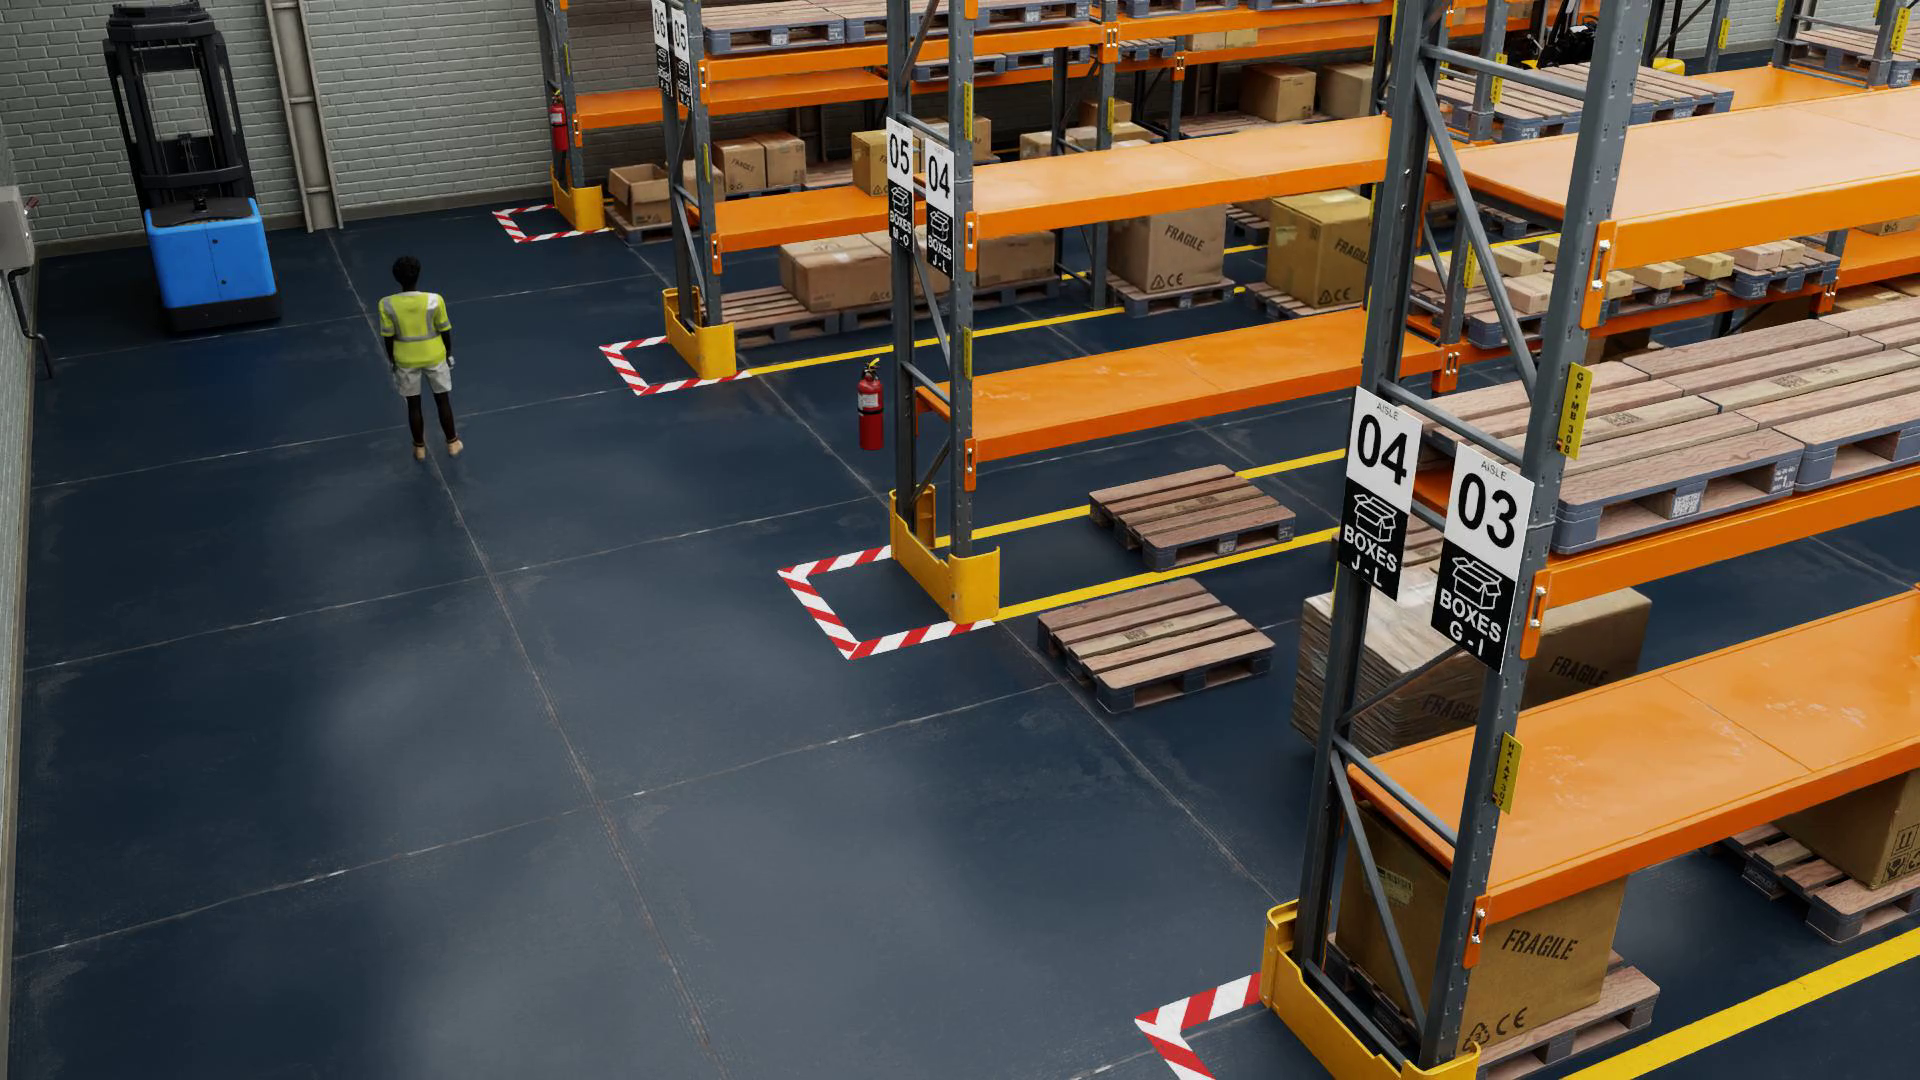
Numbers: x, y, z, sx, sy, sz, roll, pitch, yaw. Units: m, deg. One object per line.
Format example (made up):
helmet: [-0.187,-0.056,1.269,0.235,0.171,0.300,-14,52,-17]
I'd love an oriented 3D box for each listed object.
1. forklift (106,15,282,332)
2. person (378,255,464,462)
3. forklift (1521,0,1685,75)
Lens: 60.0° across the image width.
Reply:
forklift: [-7.548,-3.672,16.323,1.129,2.768,1.873,-12,30,-22]
person: [-4.319,-1.447,13.320,0.536,1.695,0.320,-6,28,-12]
forklift: [8.950,-6.807,23.056,1.214,2.155,2.313,-12,30,-22]
